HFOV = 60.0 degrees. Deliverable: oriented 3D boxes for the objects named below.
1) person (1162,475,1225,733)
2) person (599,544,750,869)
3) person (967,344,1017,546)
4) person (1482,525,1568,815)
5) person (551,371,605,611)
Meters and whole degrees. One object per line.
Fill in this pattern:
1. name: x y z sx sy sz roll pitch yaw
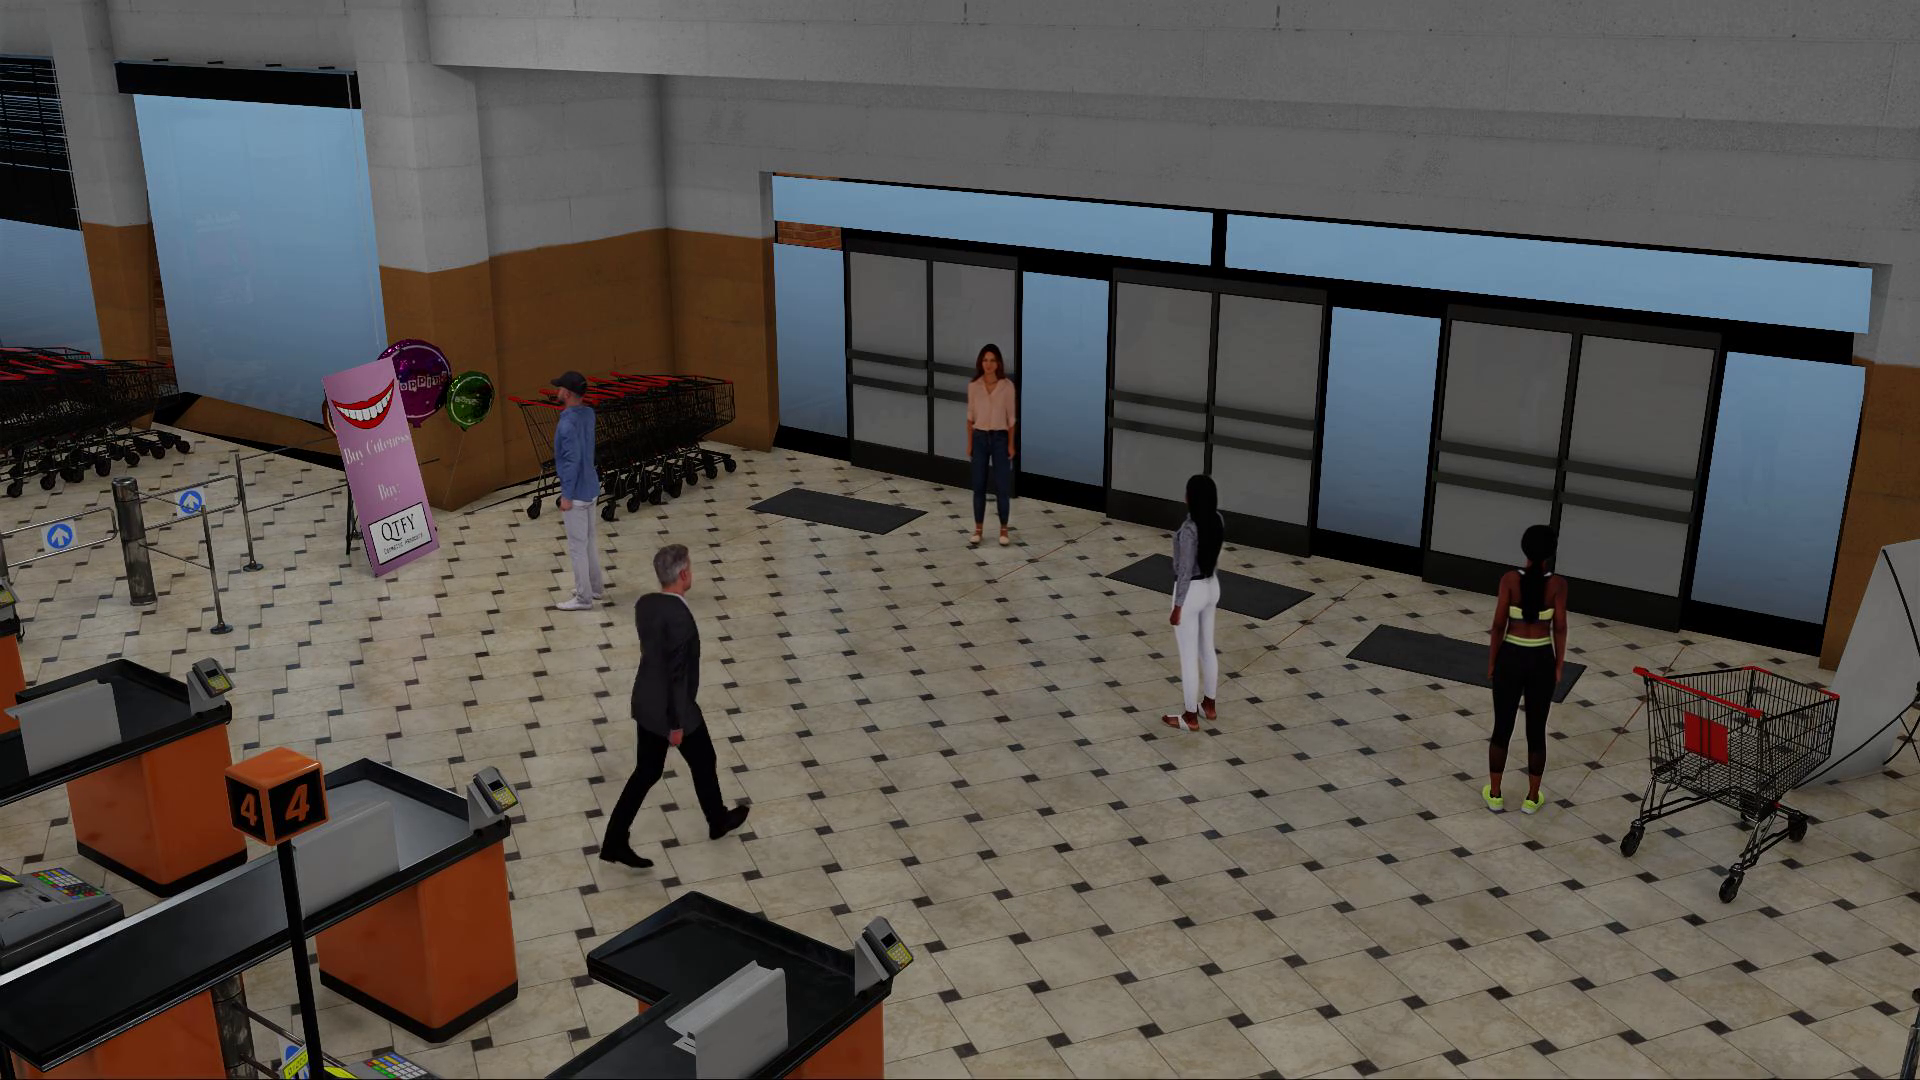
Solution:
1. person: 1.535 0.394 10.830 0.678 1.724 0.491 17 25 40
2. person: -1.651 0.961 9.057 1.264 1.782 0.924 -12 22 -32
3. person: 0.271 -0.827 14.353 0.667 1.787 0.672 3 19 9
4. person: 3.299 0.754 9.716 0.628 1.753 0.608 5 19 15
5. person: -2.960 -0.390 12.897 0.798 1.888 0.666 3 19 9
